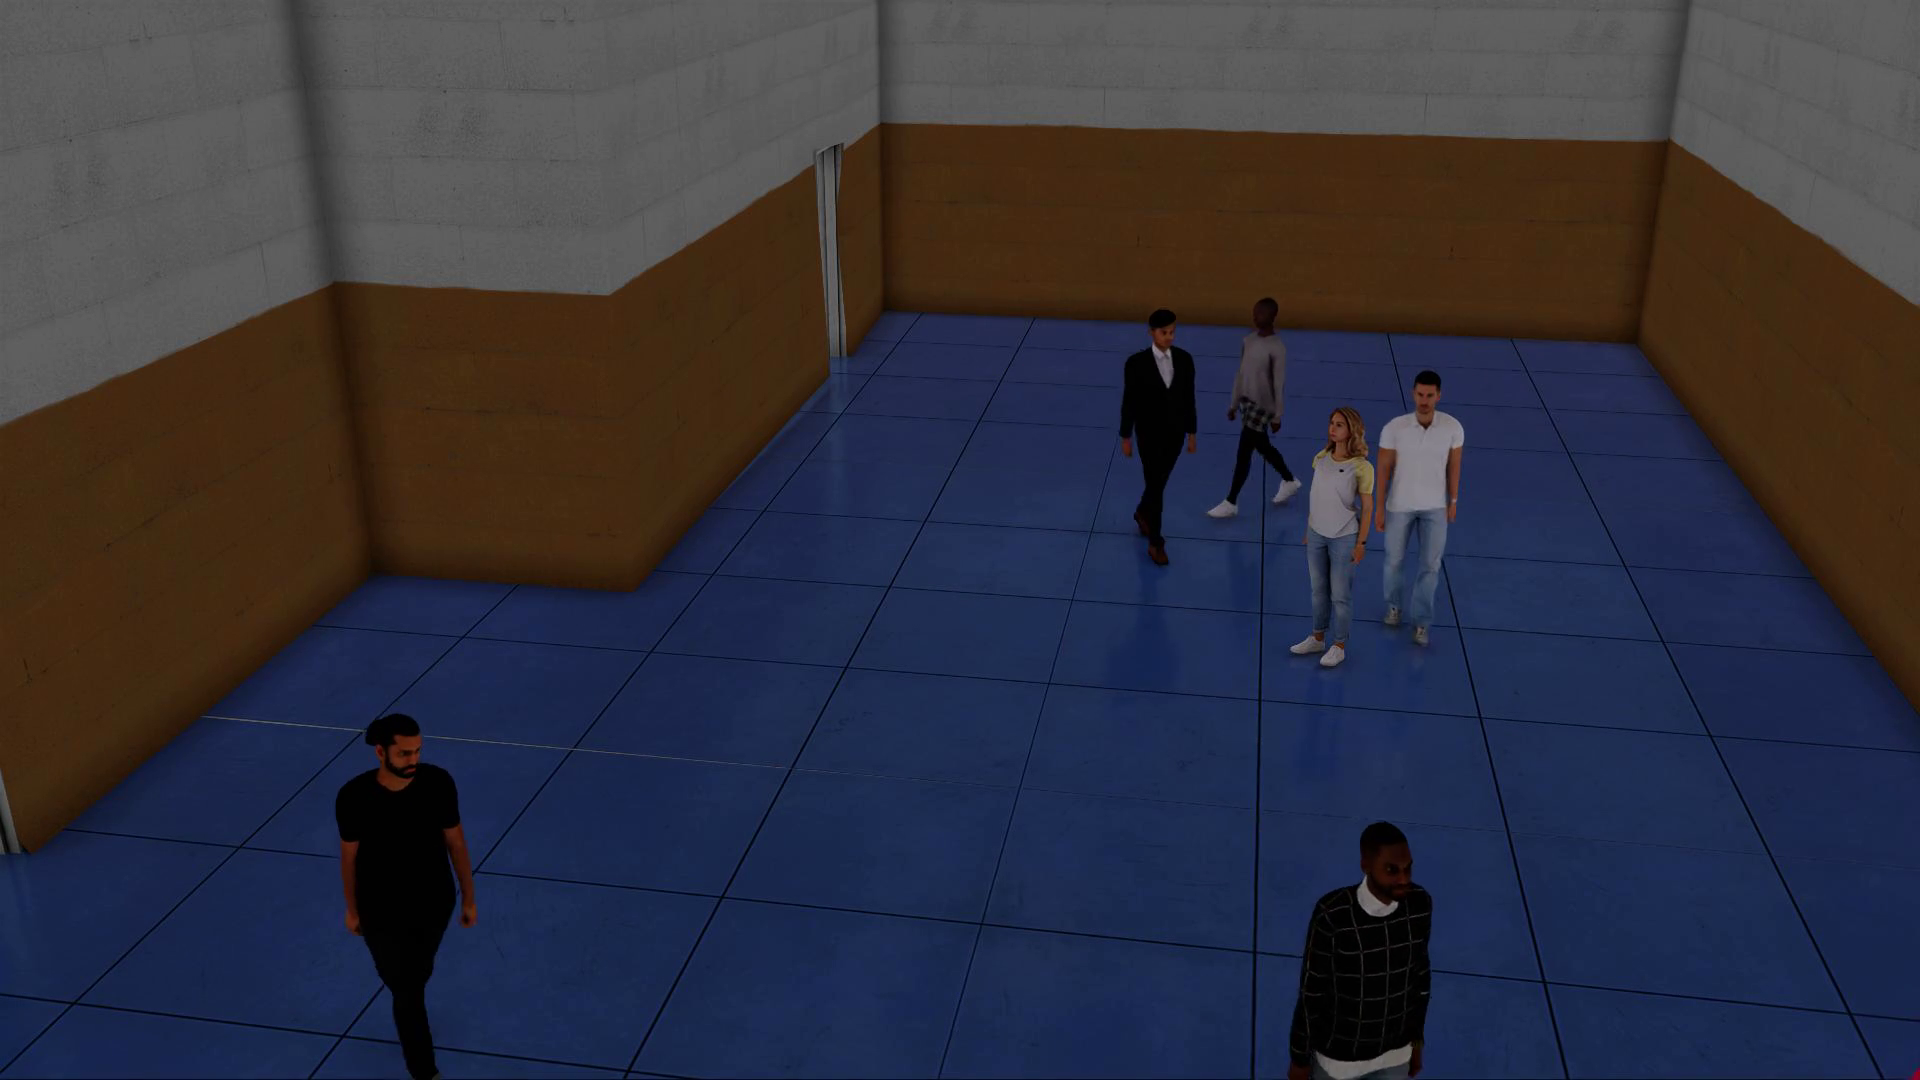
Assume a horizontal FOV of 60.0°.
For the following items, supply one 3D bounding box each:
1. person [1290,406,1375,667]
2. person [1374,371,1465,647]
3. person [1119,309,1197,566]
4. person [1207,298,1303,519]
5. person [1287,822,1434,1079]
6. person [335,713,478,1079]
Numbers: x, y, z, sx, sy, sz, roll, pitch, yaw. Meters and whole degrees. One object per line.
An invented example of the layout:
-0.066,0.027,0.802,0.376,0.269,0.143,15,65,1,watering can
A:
2.404,-0.028,10.642,0.771,1.723,0.693,-17,28,-36,person
3.045,-0.262,11.099,0.847,1.833,0.797,6,23,15,person
1.476,-0.835,12.496,1.134,1.854,1.066,-6,23,-14,person
2.437,-1.041,13.168,1.243,1.735,1.102,-11,24,-25,person
1.406,1.778,6.057,1.008,1.807,0.982,-6,23,-15,person
-2.318,1.480,6.931,1.156,1.708,1.186,-12,25,-28,person
